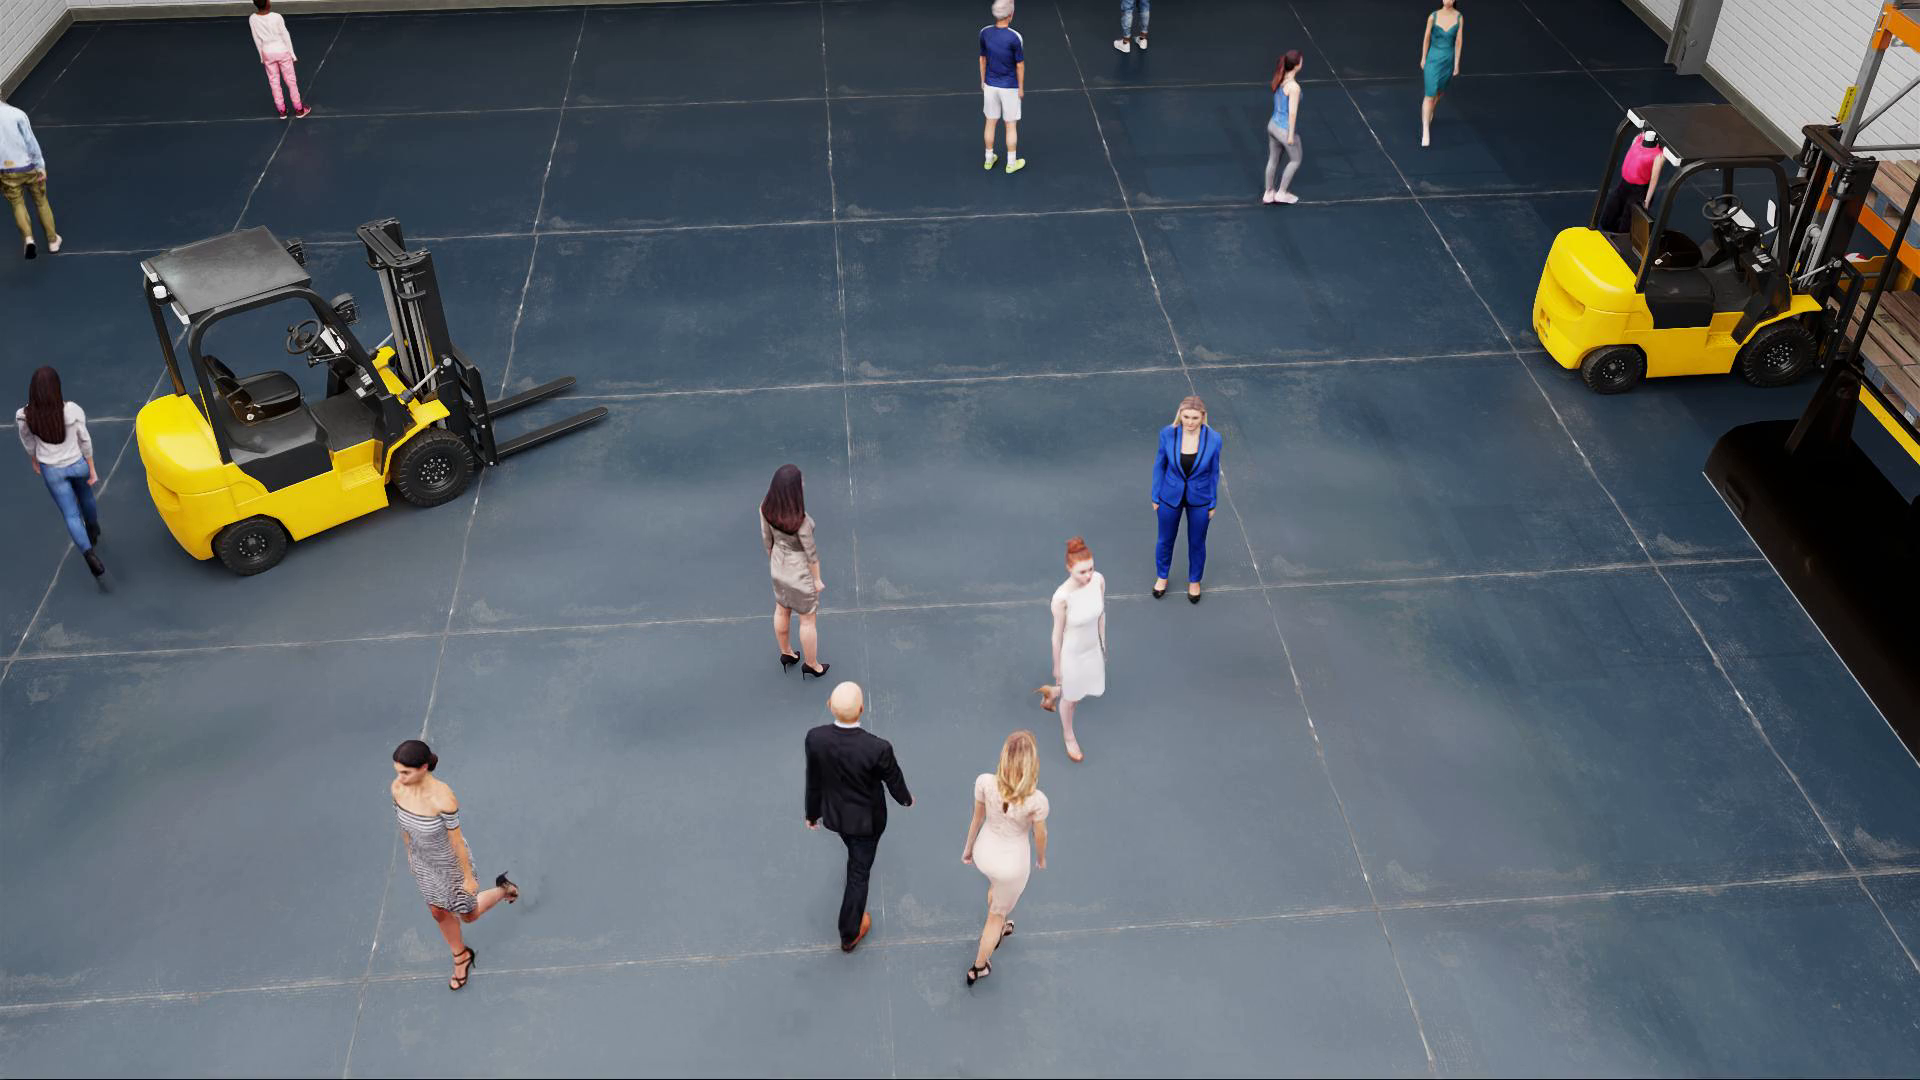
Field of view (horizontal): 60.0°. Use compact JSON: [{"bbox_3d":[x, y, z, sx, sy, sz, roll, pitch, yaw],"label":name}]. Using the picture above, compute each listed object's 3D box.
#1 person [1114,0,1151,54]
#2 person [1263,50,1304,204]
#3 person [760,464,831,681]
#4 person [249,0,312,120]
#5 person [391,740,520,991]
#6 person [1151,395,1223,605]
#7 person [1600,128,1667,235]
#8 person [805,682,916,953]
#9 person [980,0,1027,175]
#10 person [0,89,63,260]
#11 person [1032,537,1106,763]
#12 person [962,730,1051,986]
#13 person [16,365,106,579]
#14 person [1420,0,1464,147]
[{"bbox_3d":[2.093,-6.706,19.710,0.752,1.803,0.697,-13,40,-16],"label":"person"},{"bbox_3d":[3.177,-4.090,16.596,0.729,1.602,0.633,-14,41,-17],"label":"person"},{"bbox_3d":[-1.107,0.225,11.078,0.660,1.747,0.700,23,44,26],"label":"person"},{"bbox_3d":[-7.532,-5.359,18.313,0.532,1.443,0.485,-3,39,-4],"label":"person"},{"bbox_3d":[-2.773,1.731,9.147,0.848,1.802,0.992,15,41,18],"label":"person"},{"bbox_3d":[1.593,-0.302,11.774,0.670,1.700,0.625,6,39,8],"label":"person"},{"bbox_3d":[6.308,-3.204,15.448,0.739,1.650,0.713,-11,40,-14],"label":"person"},{"bbox_3d":[-0.621,1.599,9.348,1.023,1.757,1.263,13,40,16],"label":"person"},{"bbox_3d":[0.435,-4.694,17.169,0.717,1.831,0.716,16,41,19],"label":"person"},{"bbox_3d":[-8.895,-3.465,15.659,0.817,1.796,0.985,-12,40,-15],"label":"person"},{"bbox_3d":[0.679,0.664,10.499,0.800,1.782,0.891,-26,45,-29],"label":"person"},{"bbox_3d":[0.186,1.827,9.033,0.807,1.795,0.884,18,42,21],"label":"person"},{"bbox_3d":[-6.457,-0.451,12.052,0.912,1.587,1.157,-23,44,-27],"label":"person"},{"bbox_3d":[5.161,-5.135,17.871,0.683,1.643,1.062,4,39,5],"label":"person"}]
